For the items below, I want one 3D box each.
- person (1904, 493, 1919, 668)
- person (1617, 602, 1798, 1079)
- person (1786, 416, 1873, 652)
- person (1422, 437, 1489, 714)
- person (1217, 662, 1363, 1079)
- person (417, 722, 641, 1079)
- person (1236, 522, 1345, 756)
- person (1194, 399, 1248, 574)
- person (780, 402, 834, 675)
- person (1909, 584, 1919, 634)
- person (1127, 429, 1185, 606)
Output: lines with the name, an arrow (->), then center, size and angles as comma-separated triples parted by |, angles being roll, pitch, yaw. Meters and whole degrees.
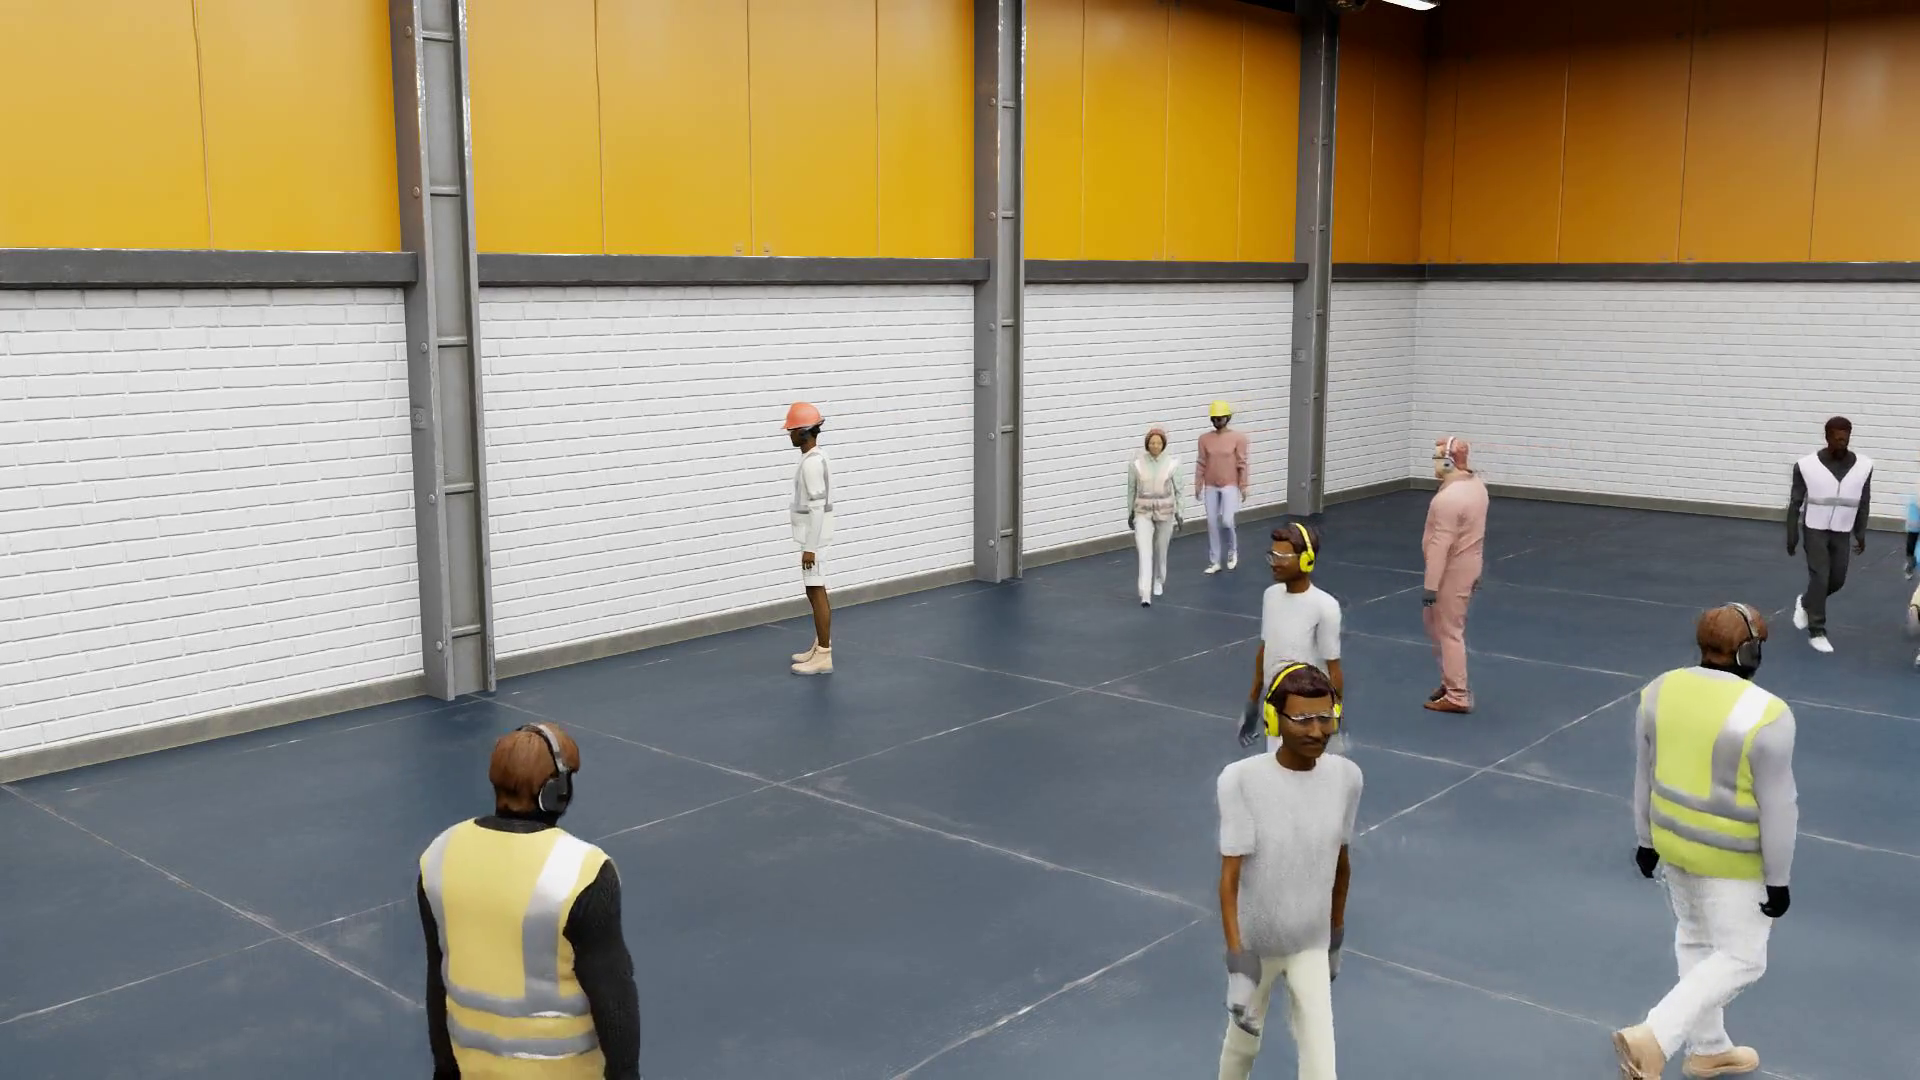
person -> 7.500, 0.155, 12.659 | 0.907, 1.626, 0.526 | -6, 11, -32
person -> 2.670, 1.124, 5.981 | 0.700, 1.824, 0.639 | -3, 10, -20
person -> 6.935, -0.082, 13.376 | 0.620, 1.884, 0.735 | 1, 9, 5
person -> 3.311, 0.238, 11.331 | 0.504, 1.889, 0.676 | 6, 11, 34
person -> 1.012, 1.268, 5.110 | 0.502, 1.816, 0.996 | -1, 9, -9
person -> -1.163, 1.390, 4.377 | 0.648, 1.811, 0.821 | 5, 10, 27
person -> 1.506, 0.829, 7.734 | 0.389, 1.856, 0.521 | -3, 10, -20
person -> 2.581, -0.524, 16.550 | 0.541, 1.750, 0.368 | 6, 11, 31
person -> -1.138, -0.014, 12.446 | 0.388, 2.039, 0.615 | 0, 9, -3
person -> 8.124, 0.007, 13.667 | 0.681, 1.603, 0.515 | -5, 11, -31
person -> 1.786, -0.221, 15.170 | 0.526, 1.589, 0.912 | 1, 9, 9
